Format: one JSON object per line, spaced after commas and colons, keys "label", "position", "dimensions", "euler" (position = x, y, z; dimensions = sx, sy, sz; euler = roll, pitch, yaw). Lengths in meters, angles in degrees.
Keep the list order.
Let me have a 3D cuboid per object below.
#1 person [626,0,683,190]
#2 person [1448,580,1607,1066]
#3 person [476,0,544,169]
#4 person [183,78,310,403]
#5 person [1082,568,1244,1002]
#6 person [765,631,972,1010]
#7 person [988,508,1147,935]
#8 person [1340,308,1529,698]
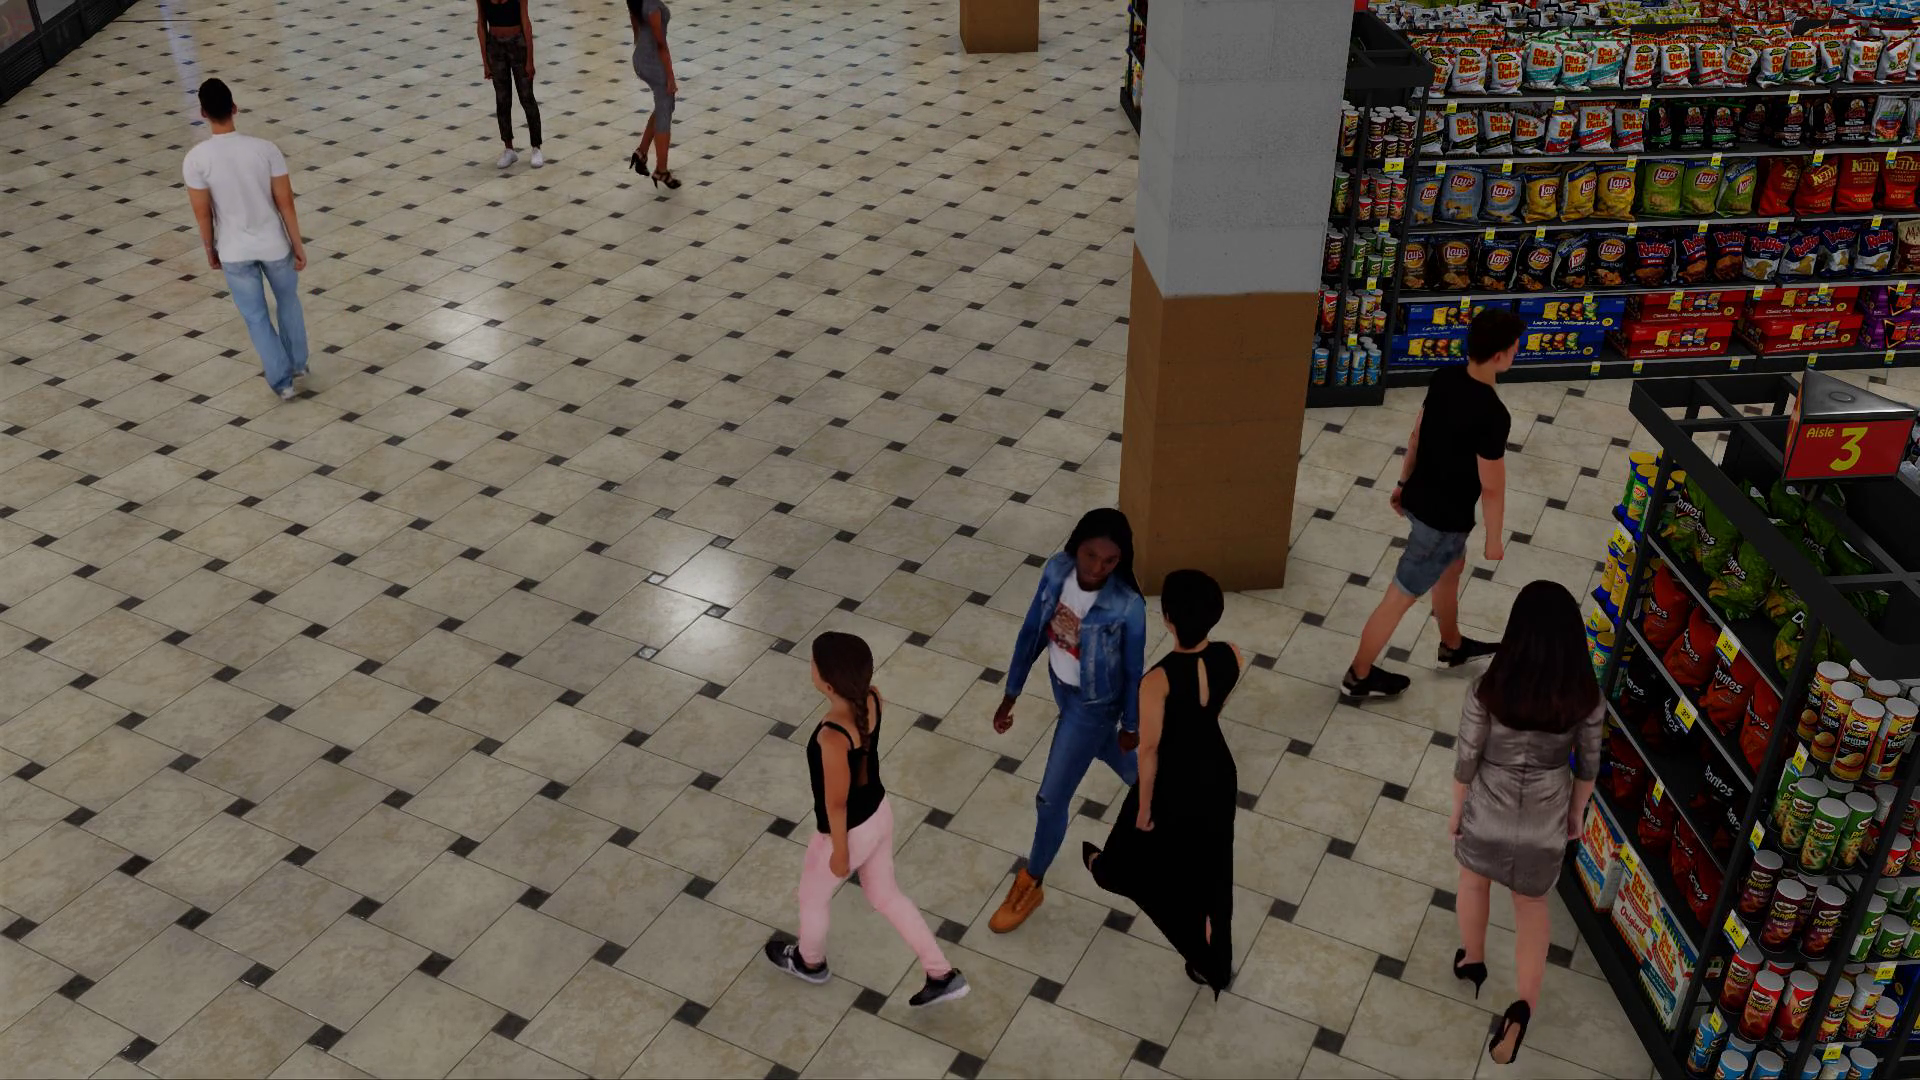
{"label": "person", "position": [-2.353, -3.438, 12.324], "dimensions": [0.821, 1.771, 0.761], "euler": [-20, 37, -29]}
{"label": "person", "position": [1.772, 0.951, 5.314], "dimensions": [0.960, 1.725, 0.823], "euler": [6, 32, 10]}
{"label": "person", "position": [-3.492, -3.754, 12.899], "dimensions": [0.490, 1.701, 0.645], "euler": [0, 32, 0]}
{"label": "person", "position": [-3.946, -1.622, 9.333], "dimensions": [0.772, 1.848, 0.867], "euler": [-17, 36, -26]}
{"label": "person", "position": [0.808, 0.880, 5.588], "dimensions": [1.065, 1.557, 0.899], "euler": [-16, 35, -23]}
{"label": "person", "position": [-0.289, 0.963, 5.472], "dimensions": [1.063, 1.539, 0.893], "euler": [17, 36, 25]}
{"label": "person", "position": [0.516, 0.570, 5.981], "dimensions": [1.231, 1.667, 1.004], "euler": [-21, 38, -30]}
{"label": "person", "position": [1.903, -0.103, 6.929], "dimensions": [1.048, 1.809, 0.722], "euler": [-6, 32, -10]}
